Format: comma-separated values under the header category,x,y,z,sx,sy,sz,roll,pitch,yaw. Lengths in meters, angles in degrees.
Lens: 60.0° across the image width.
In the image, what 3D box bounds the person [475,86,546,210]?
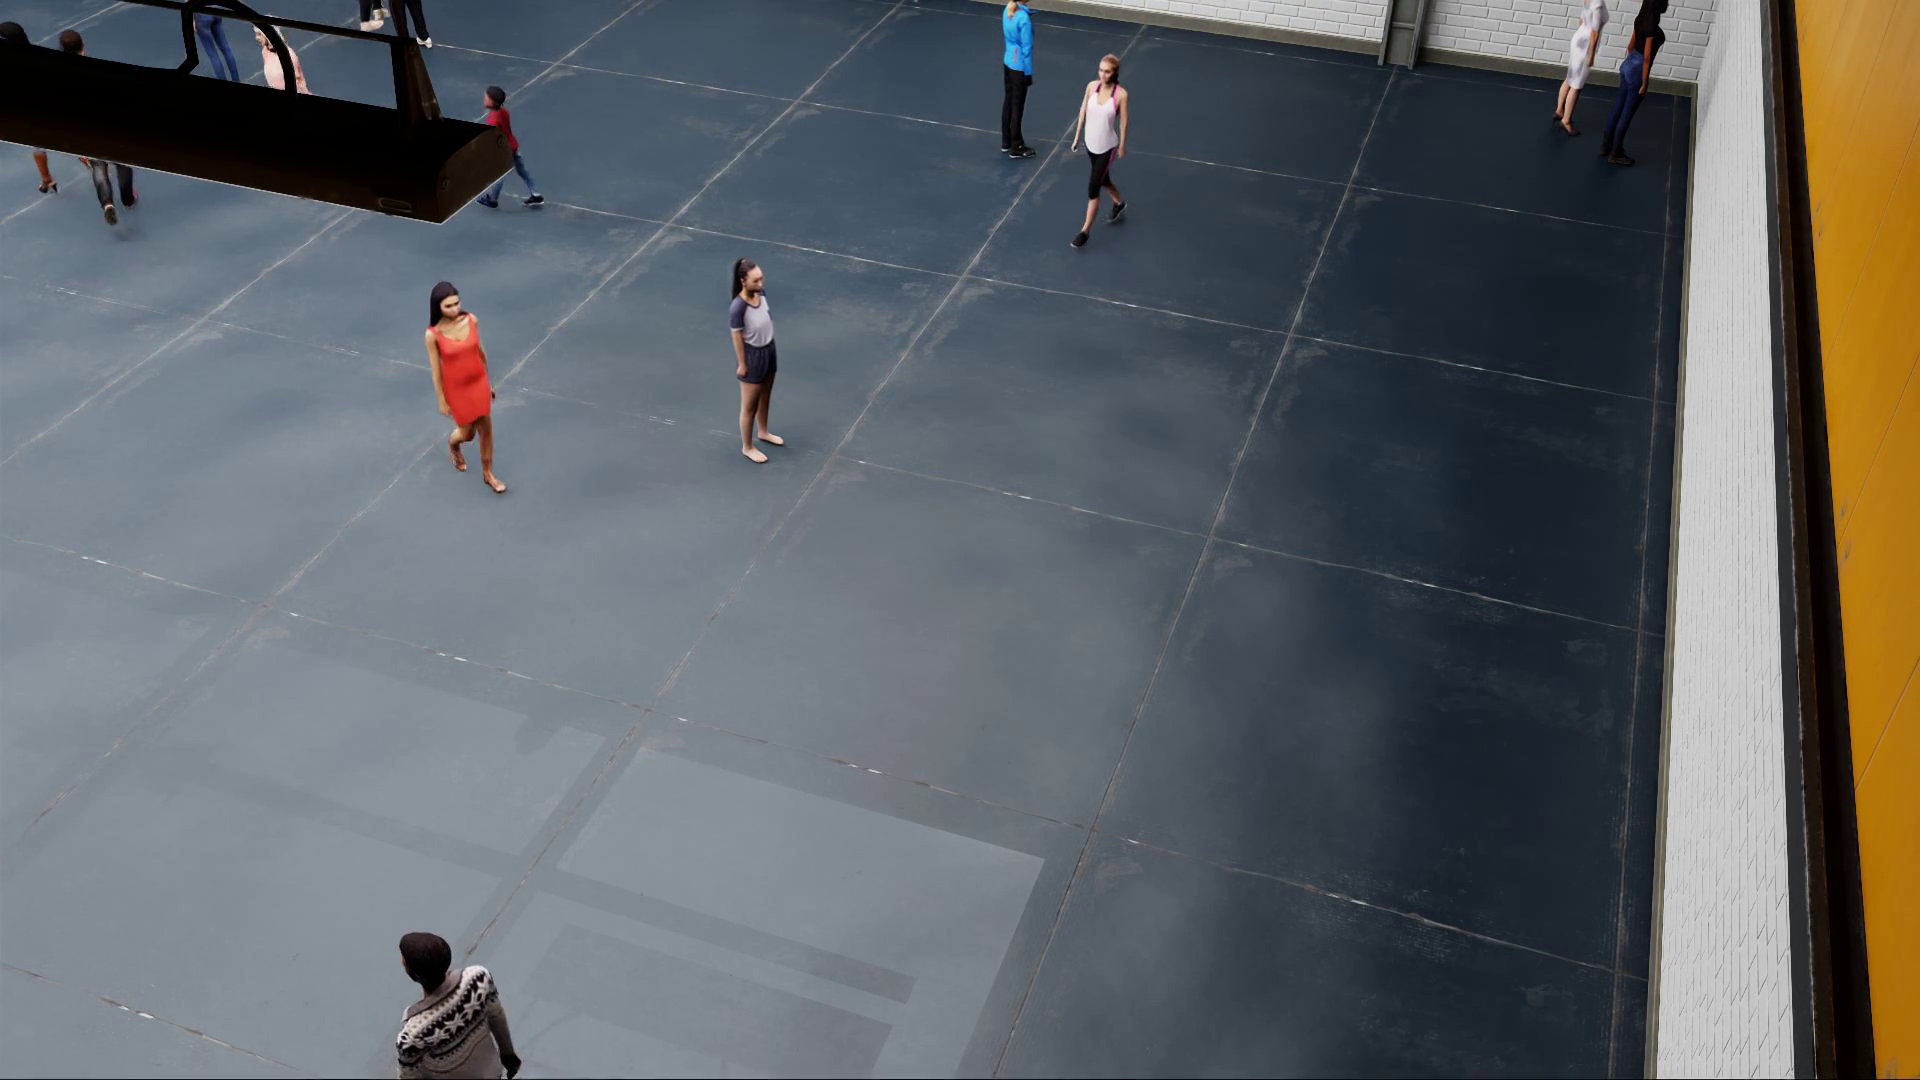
category,x,y,z,sx,sy,sz,roll,pitch,yaw
person,-4.249,-3.703,15.782,0.899,1.234,0.606,6,39,7

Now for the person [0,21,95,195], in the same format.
category,x,y,z,sx,sy,sz,roll,pitch,yaw
person,-8.634,-4.044,15.798,1.051,1.748,0.571,13,40,16

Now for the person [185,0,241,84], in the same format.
category,x,y,z,sx,sy,sz,roll,pitch,yaw
person,-8.054,-5.601,17.752,0.486,1.742,0.585,14,41,17

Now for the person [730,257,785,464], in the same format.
category,x,y,z,sx,sy,sz,roll,pitch,yaw
person,-1.550,-1.367,12.524,0.531,1.650,0.610,17,41,20

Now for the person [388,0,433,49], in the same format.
category,x,y,z,sx,sy,sz,roll,pitch,yaw
person,-6.335,-6.354,18.743,0.746,1.683,0.743,30,47,32

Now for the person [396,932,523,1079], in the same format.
category,x,y,z,sx,sy,sz,roll,pitch,yaw
person,-2.181,2.495,7.540,1.196,1.834,0.736,15,41,18

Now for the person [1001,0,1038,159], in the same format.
category,x,y,z,sx,sy,sz,roll,pitch,yaw
person,0.564,-4.706,16.589,0.730,1.795,0.682,-15,41,-18

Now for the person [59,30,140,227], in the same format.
category,x,y,z,sx,sy,sz,roll,pitch,yaw
person,-8.019,-3.803,15.477,1.092,1.772,1.074,-10,40,-12

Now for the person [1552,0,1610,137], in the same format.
category,x,y,z,sx,sy,sz,roll,pitch,yaw
person,6.397,-5.038,17.042,0.609,1.749,0.624,0,39,0

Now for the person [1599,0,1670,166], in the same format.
category,x,y,z,sx,sy,sz,roll,pitch,yaw
person,6.697,-4.606,16.508,0.646,1.739,0.643,-2,39,-3

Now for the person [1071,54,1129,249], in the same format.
category,x,y,z,sx,sy,sz,roll,pitch,yaw
person,1.344,-3.629,15.277,1.160,1.749,0.955,27,46,30

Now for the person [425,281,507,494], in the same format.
category,x,y,z,sx,sy,sz,roll,pitch,yaw
person,-3.664,-1.147,12.202,0.901,1.708,0.764,31,48,33
